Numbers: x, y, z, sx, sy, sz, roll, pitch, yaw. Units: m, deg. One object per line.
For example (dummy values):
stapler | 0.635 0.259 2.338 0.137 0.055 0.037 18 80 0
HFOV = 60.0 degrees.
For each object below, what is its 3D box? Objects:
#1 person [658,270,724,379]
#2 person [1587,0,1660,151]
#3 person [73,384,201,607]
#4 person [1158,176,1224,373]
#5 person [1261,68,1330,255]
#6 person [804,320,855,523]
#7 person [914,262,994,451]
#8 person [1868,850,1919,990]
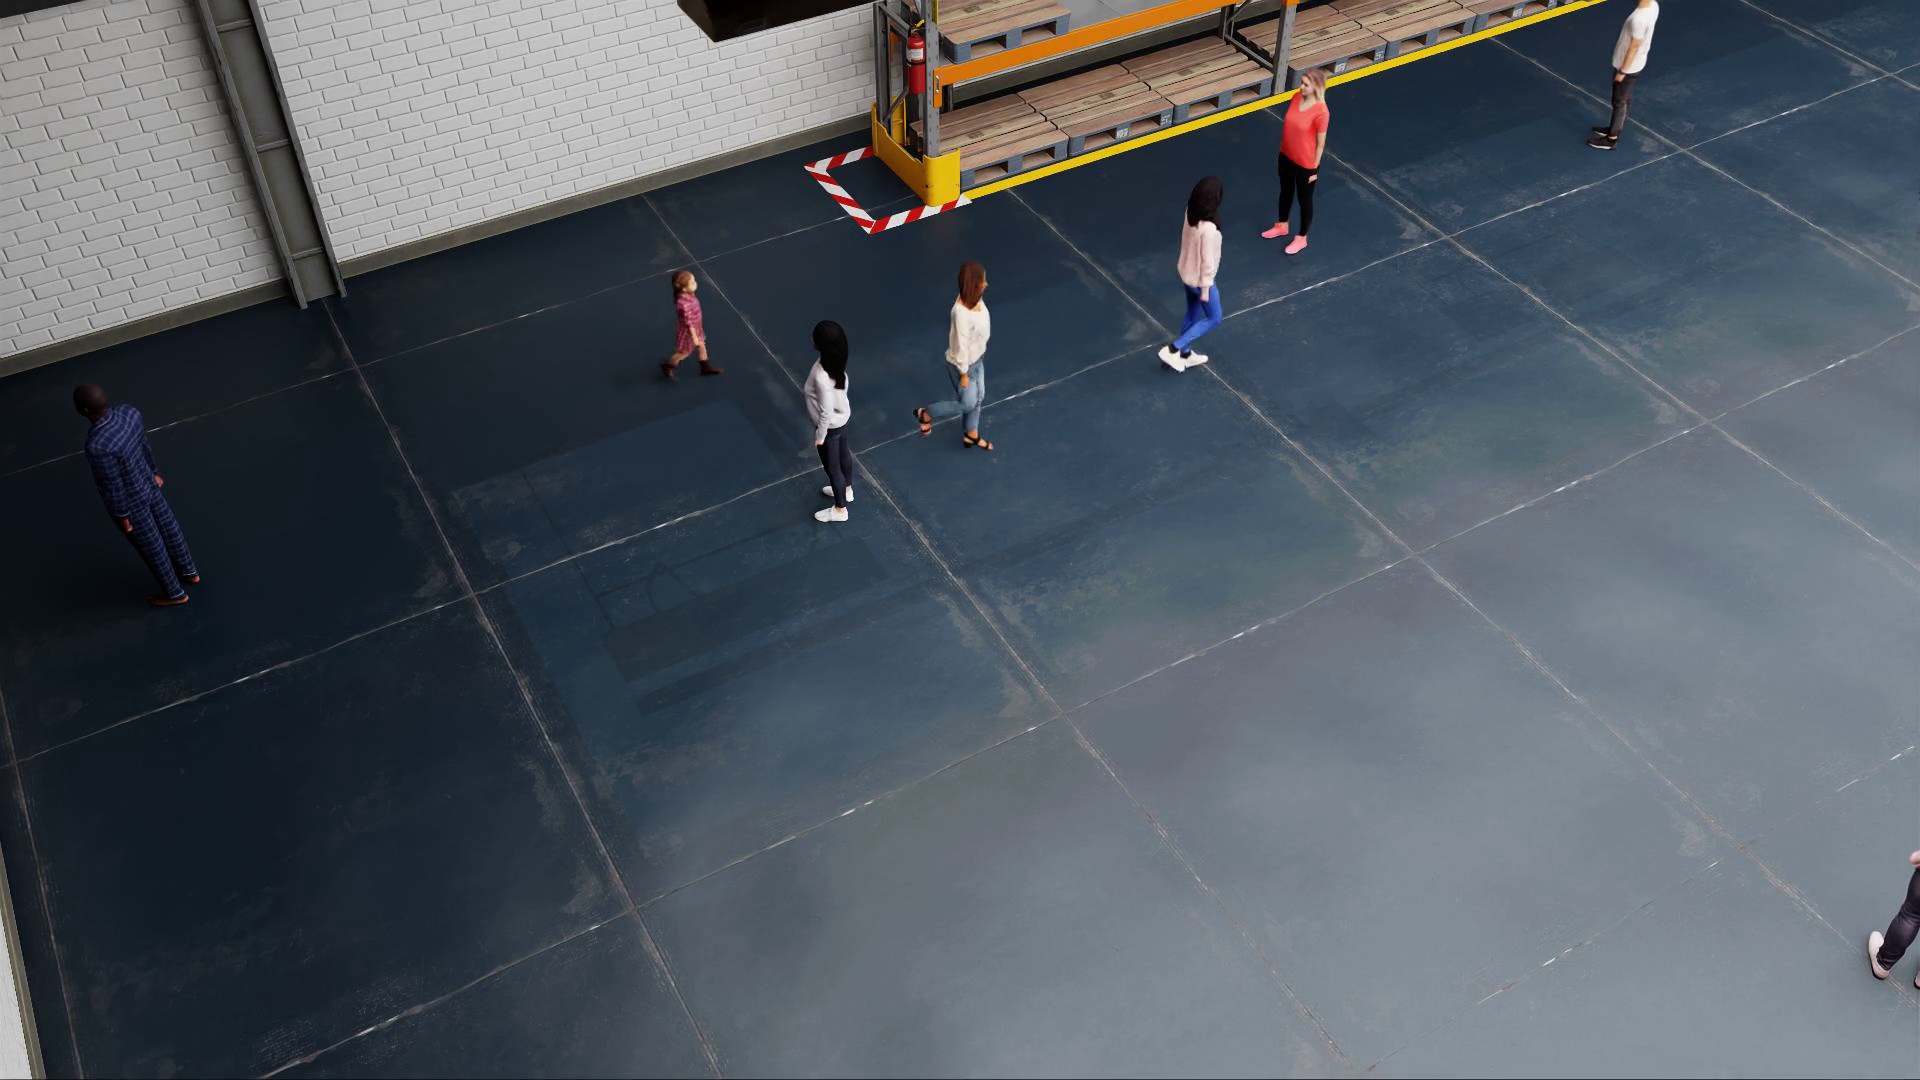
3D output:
person | -2.171 -1.673 13.091 0.767 1.012 0.616 -2 44 -2
person | 6.263 -4.475 15.518 0.761 1.720 0.639 22 48 22
person | -5.500 -0.310 11.071 0.823 1.824 0.785 6 44 6
person | 1.766 -2.016 12.910 0.803 1.758 0.761 -9 44 -9
person | 2.928 -3.264 14.267 0.542 1.694 0.606 -25 49 -24
person | -0.900 -0.850 11.727 0.754 1.701 0.711 7 44 7
person | -0.036 -1.342 12.272 0.977 1.662 0.919 12 45 12
person | 5.357 1.782 8.876 0.785 1.823 0.805 18 46 18
